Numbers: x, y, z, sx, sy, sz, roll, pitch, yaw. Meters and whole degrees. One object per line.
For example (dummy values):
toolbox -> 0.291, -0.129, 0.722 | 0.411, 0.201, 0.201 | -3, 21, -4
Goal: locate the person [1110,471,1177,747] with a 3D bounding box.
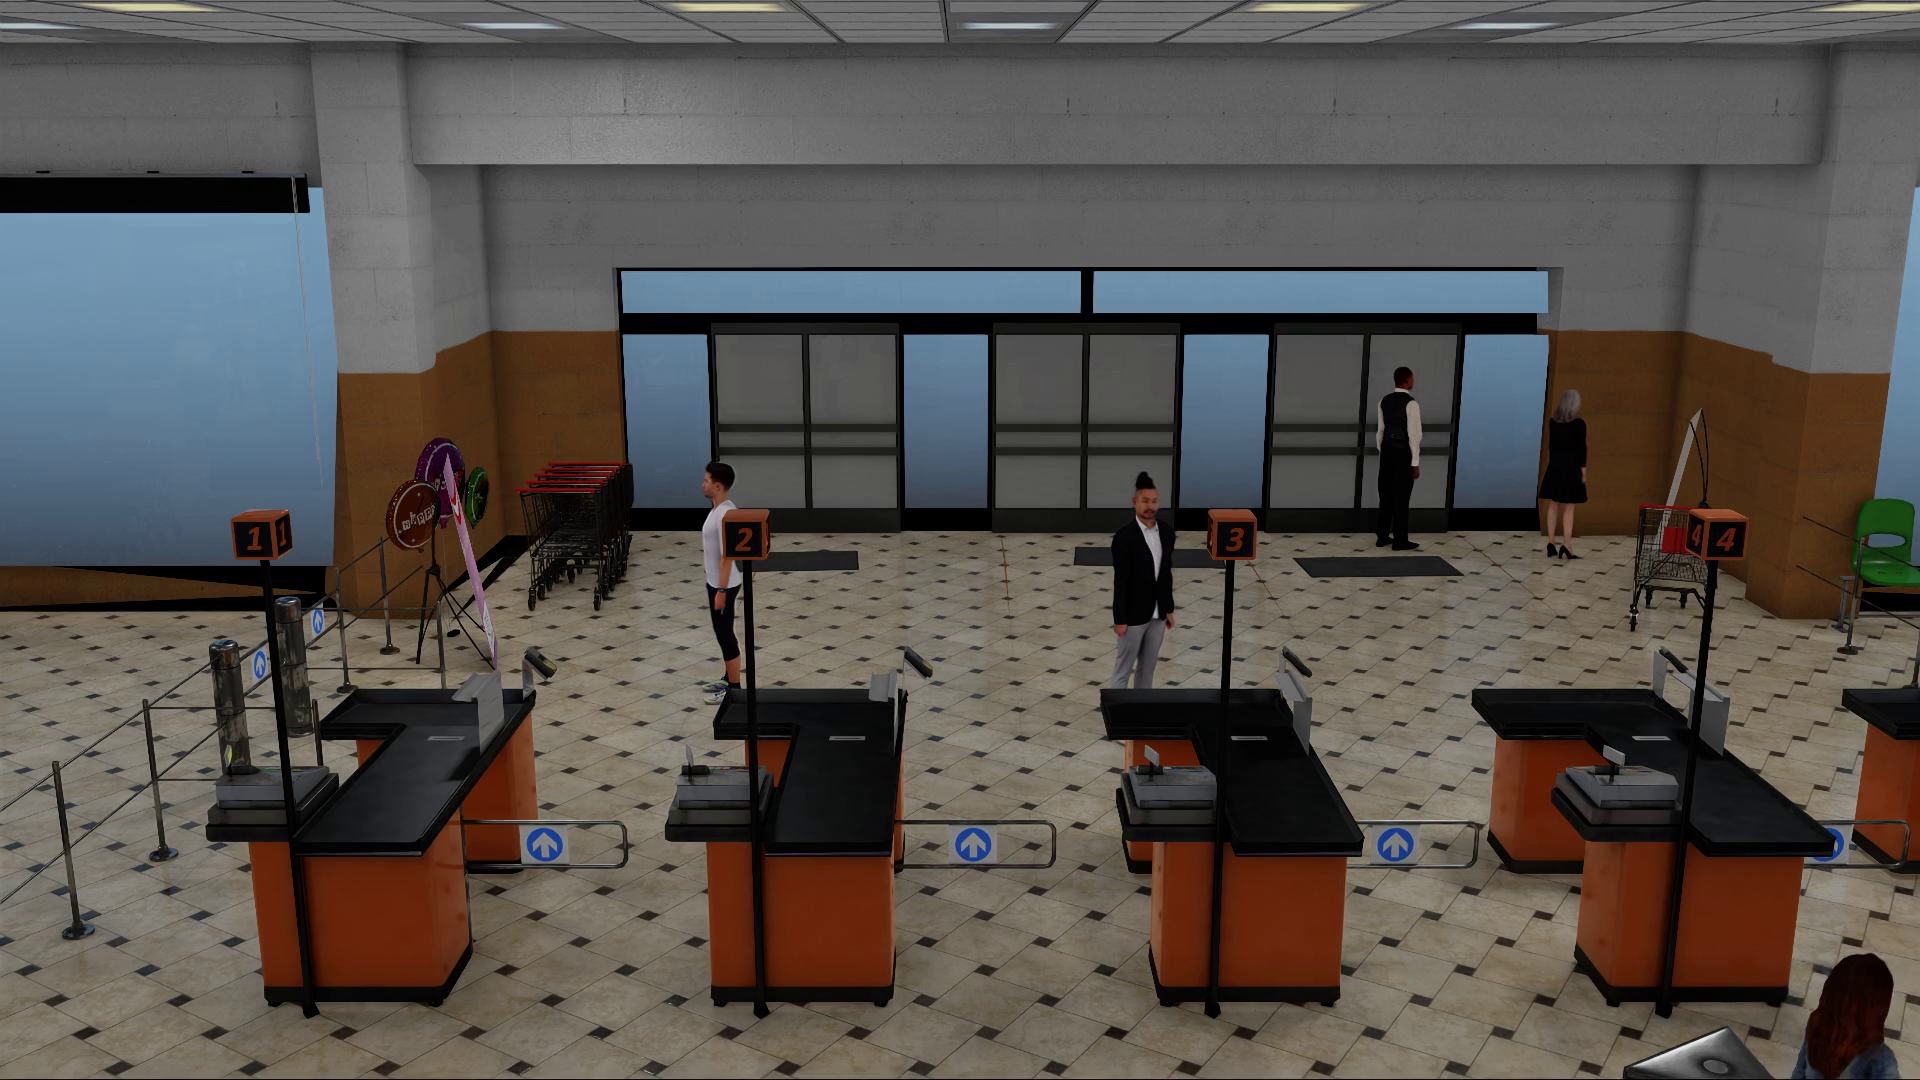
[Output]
person -> 1.286, 0.471, 11.853 | 0.787, 1.954, 0.796 | -9, 16, -32

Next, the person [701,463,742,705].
person -> -1.811, 0.320, 12.696 | 0.778, 1.851, 0.555 | -3, 14, -10

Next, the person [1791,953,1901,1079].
person -> 3.050, 2.176, 5.908 | 0.758, 1.444, 0.953 | -3, 14, -11

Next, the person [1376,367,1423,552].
person -> 4.584, -0.862, 17.425 | 0.839, 1.919, 0.740 | -10, 17, -35

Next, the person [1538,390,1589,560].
person -> 6.208, -0.679, 17.035 | 0.759, 1.747, 0.678 | -10, 17, -35
